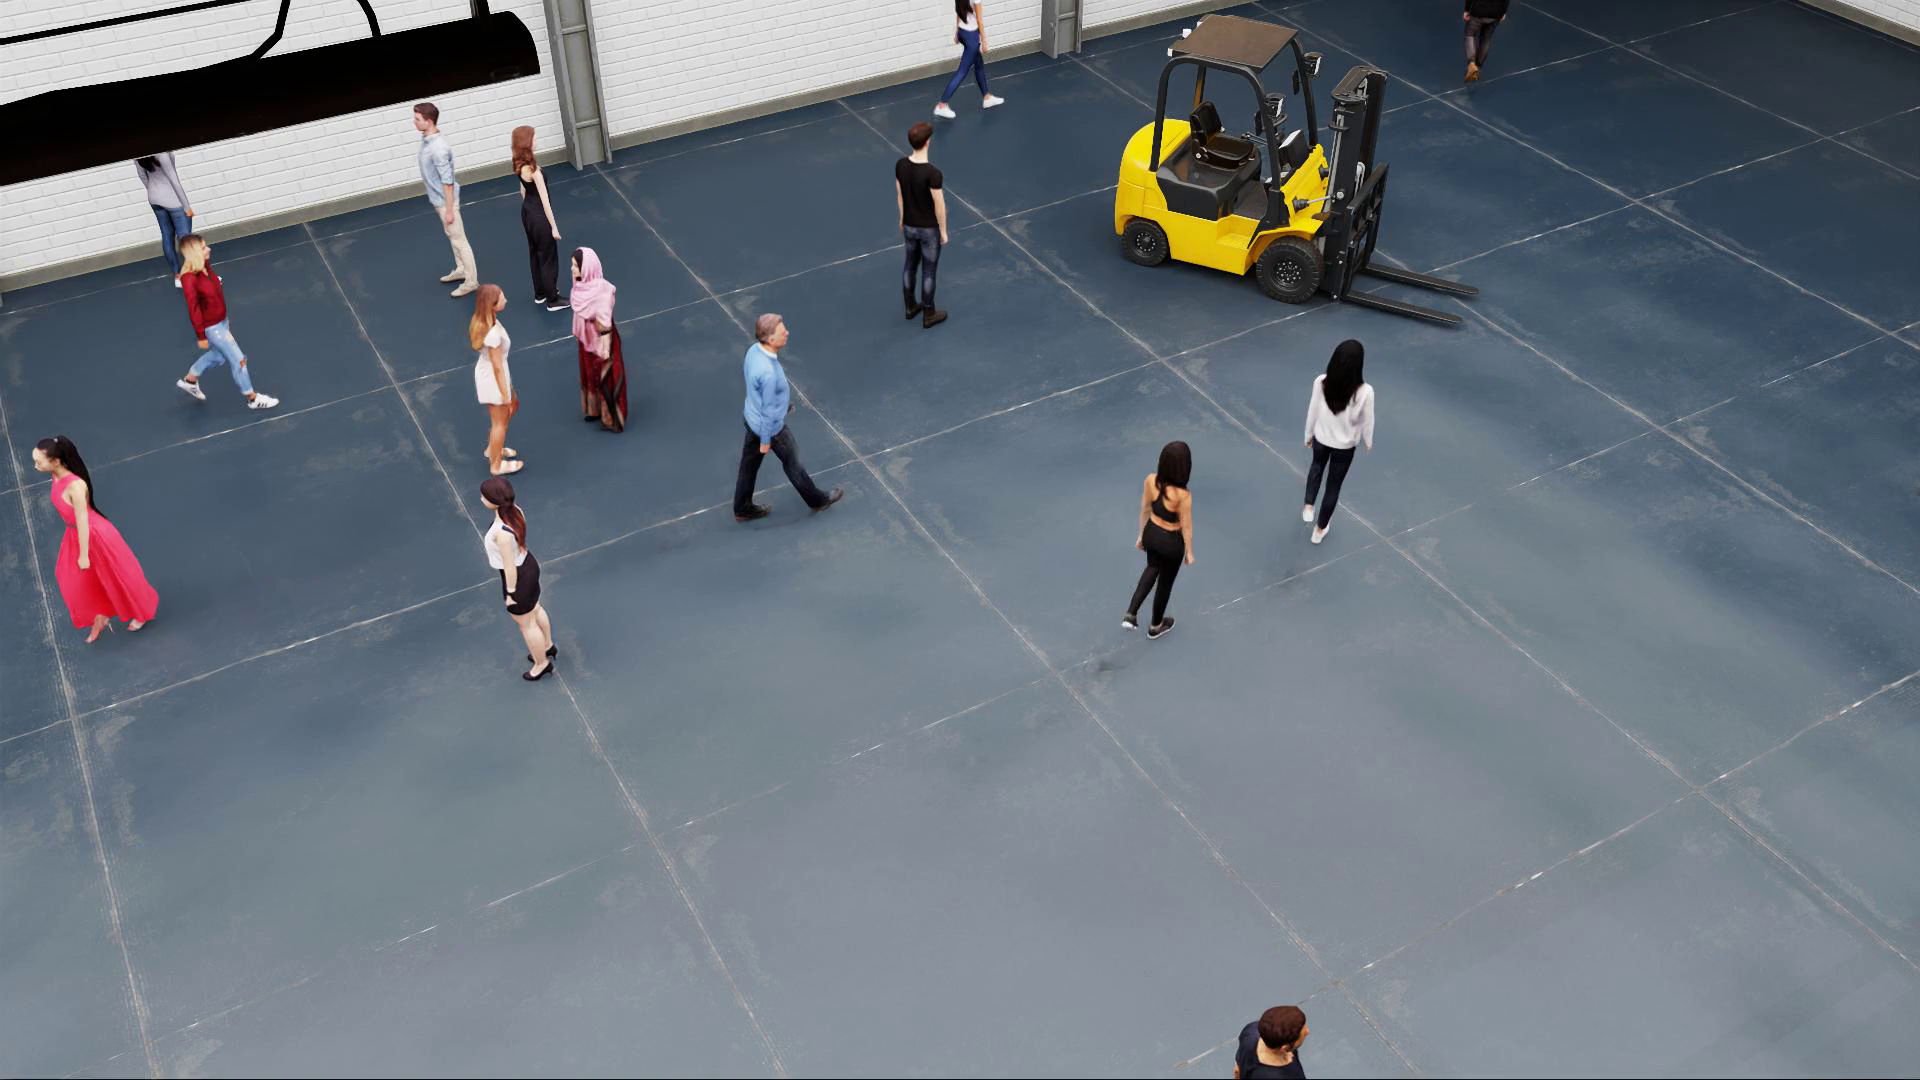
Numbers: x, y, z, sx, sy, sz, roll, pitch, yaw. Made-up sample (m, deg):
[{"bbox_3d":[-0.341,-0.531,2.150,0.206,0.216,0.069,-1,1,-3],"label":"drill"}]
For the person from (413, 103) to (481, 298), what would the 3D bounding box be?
[{"bbox_3d":[-4.699,-3.128,15.204,0.563,1.847,0.652,-18,42,-21],"label":"person"}]

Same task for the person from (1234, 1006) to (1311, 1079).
[{"bbox_3d":[1.397,2.775,7.805,0.619,1.857,0.696,-10,40,-13],"label":"person"}]

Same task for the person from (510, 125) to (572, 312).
[{"bbox_3d":[-3.822,-2.901,15.002,0.580,1.744,0.624,-29,47,-31],"label":"person"}]

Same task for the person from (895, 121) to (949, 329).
[{"bbox_3d":[-0.342,-2.772,14.717,0.762,1.898,0.743,24,44,27],"label":"person"}]

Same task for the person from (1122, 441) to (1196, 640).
[{"bbox_3d":[1.344,0.062,11.381,0.662,1.633,0.773,31,48,33],"label":"person"}]

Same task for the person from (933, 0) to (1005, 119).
[{"bbox_3d":[0.024,-5.439,18.190,1.141,1.732,0.656,-17,42,-20],"label":"person"}]

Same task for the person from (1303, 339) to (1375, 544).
[{"bbox_3d":[2.740,-0.680,12.267,0.745,1.687,0.781,20,43,23],"label":"person"}]

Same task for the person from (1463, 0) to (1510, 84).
[{"bbox_3d":[6.005,-6.029,18.944,0.903,1.712,0.933,1,39,2],"label":"person"}]

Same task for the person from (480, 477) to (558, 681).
[{"bbox_3d":[-2.944,0.261,11.120,0.620,1.648,0.611,-5,39,-6],"label":"person"}]

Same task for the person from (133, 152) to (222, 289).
[{"bbox_3d":[-7.282,-3.100,15.257,0.688,1.736,0.716,16,41,19],"label":"person"}]

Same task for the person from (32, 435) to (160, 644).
[{"bbox_3d":[-5.874,-0.031,11.438,0.737,1.707,0.881,29,47,31],"label":"person"}]

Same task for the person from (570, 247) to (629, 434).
[{"bbox_3d":[-2.933,-1.645,13.515,0.677,1.637,0.714,-30,48,-32],"label":"person"}]

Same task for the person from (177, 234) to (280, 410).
[{"bbox_3d":[-6.223,-1.759,13.681,1.124,1.607,0.871,-5,39,-6],"label":"person"}]

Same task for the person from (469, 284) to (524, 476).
[{"bbox_3d":[-3.658,-1.238,12.977,0.620,1.672,0.604,-17,42,-20],"label":"person"}]

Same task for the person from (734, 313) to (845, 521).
[{"bbox_3d":[-1.539,-0.873,12.439,1.107,1.773,0.751,-15,41,-18],"label":"person"}]
